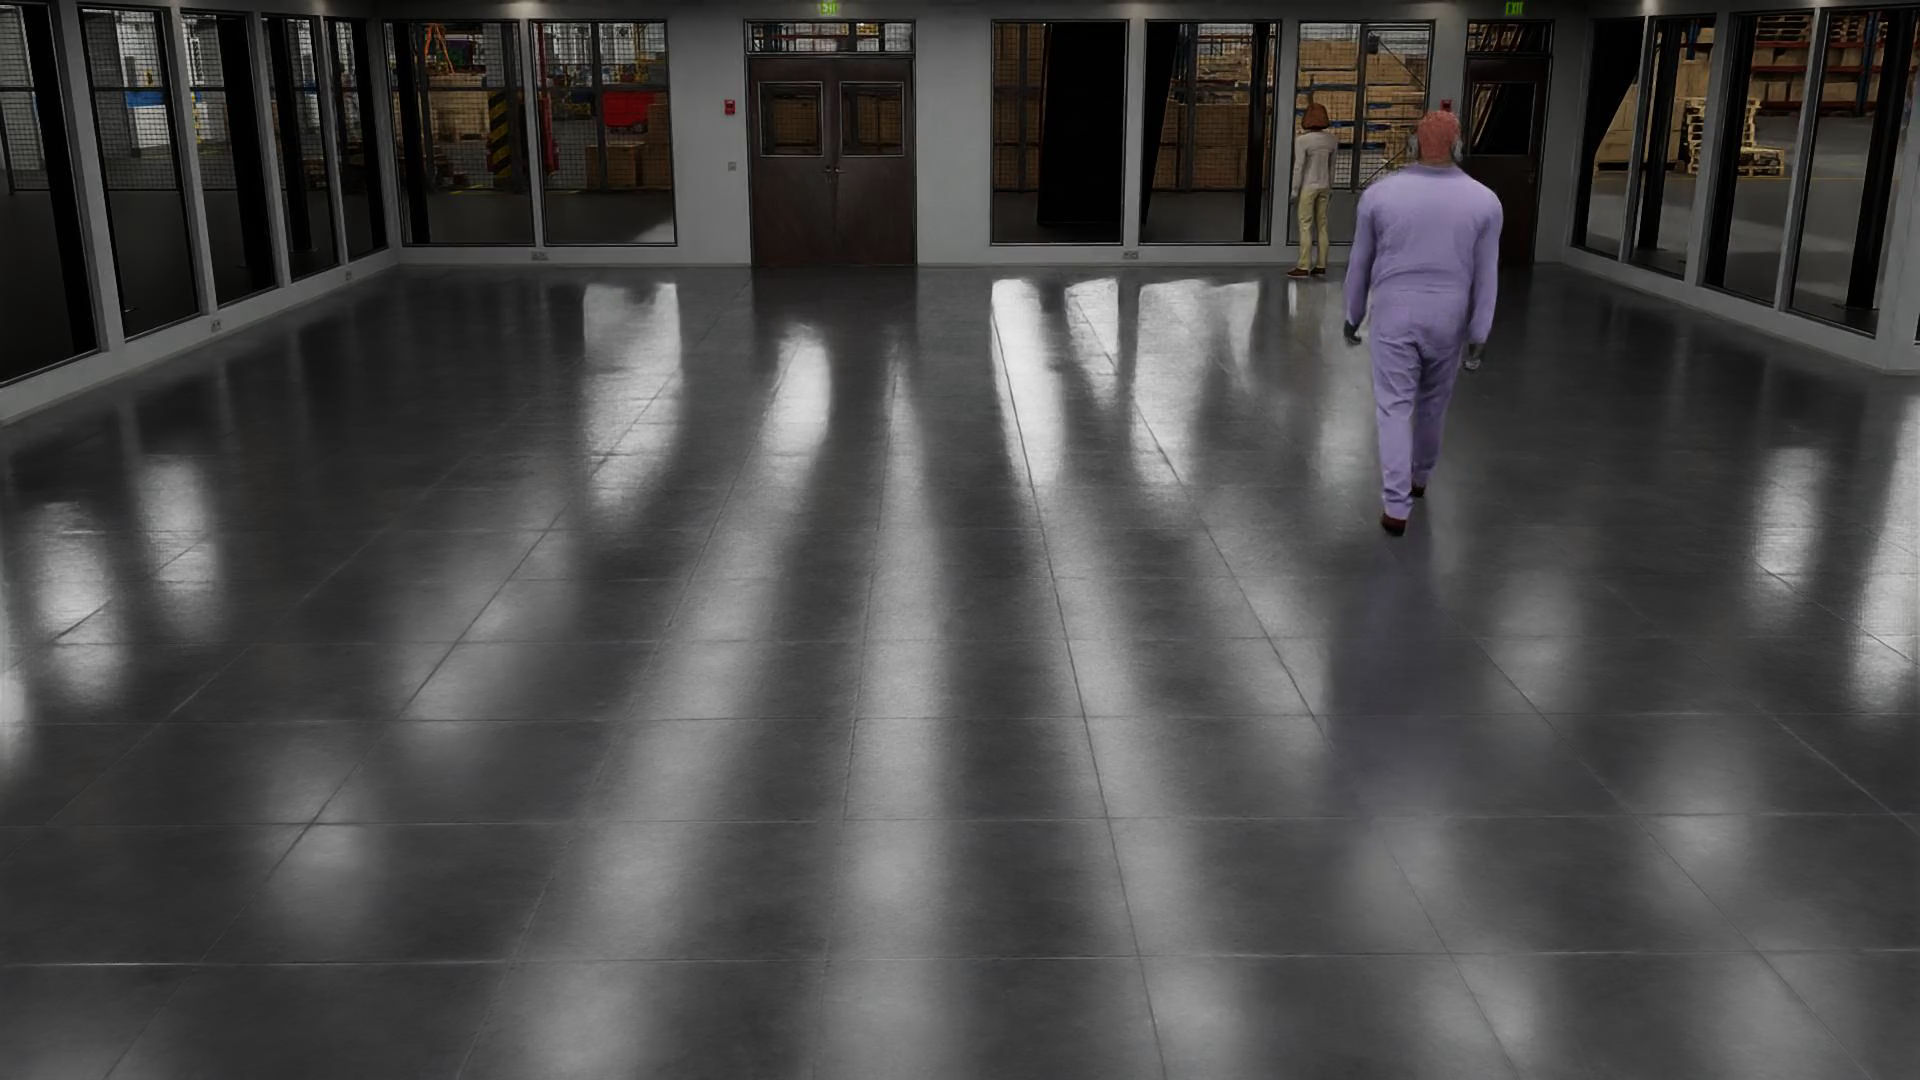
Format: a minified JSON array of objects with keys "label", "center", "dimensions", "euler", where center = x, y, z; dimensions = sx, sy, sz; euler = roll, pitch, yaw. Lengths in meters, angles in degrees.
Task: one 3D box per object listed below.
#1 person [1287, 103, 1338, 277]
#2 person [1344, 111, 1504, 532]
[{"label":"person","center":[3.380,-3.345,15.955],"dimensions":[0.504,1.636,0.280],"euler":[-9,19,-28]},{"label":"person","center":[2.103,-1.016,7.656],"dimensions":[0.640,1.855,0.999],"euler":[2,16,6]}]
